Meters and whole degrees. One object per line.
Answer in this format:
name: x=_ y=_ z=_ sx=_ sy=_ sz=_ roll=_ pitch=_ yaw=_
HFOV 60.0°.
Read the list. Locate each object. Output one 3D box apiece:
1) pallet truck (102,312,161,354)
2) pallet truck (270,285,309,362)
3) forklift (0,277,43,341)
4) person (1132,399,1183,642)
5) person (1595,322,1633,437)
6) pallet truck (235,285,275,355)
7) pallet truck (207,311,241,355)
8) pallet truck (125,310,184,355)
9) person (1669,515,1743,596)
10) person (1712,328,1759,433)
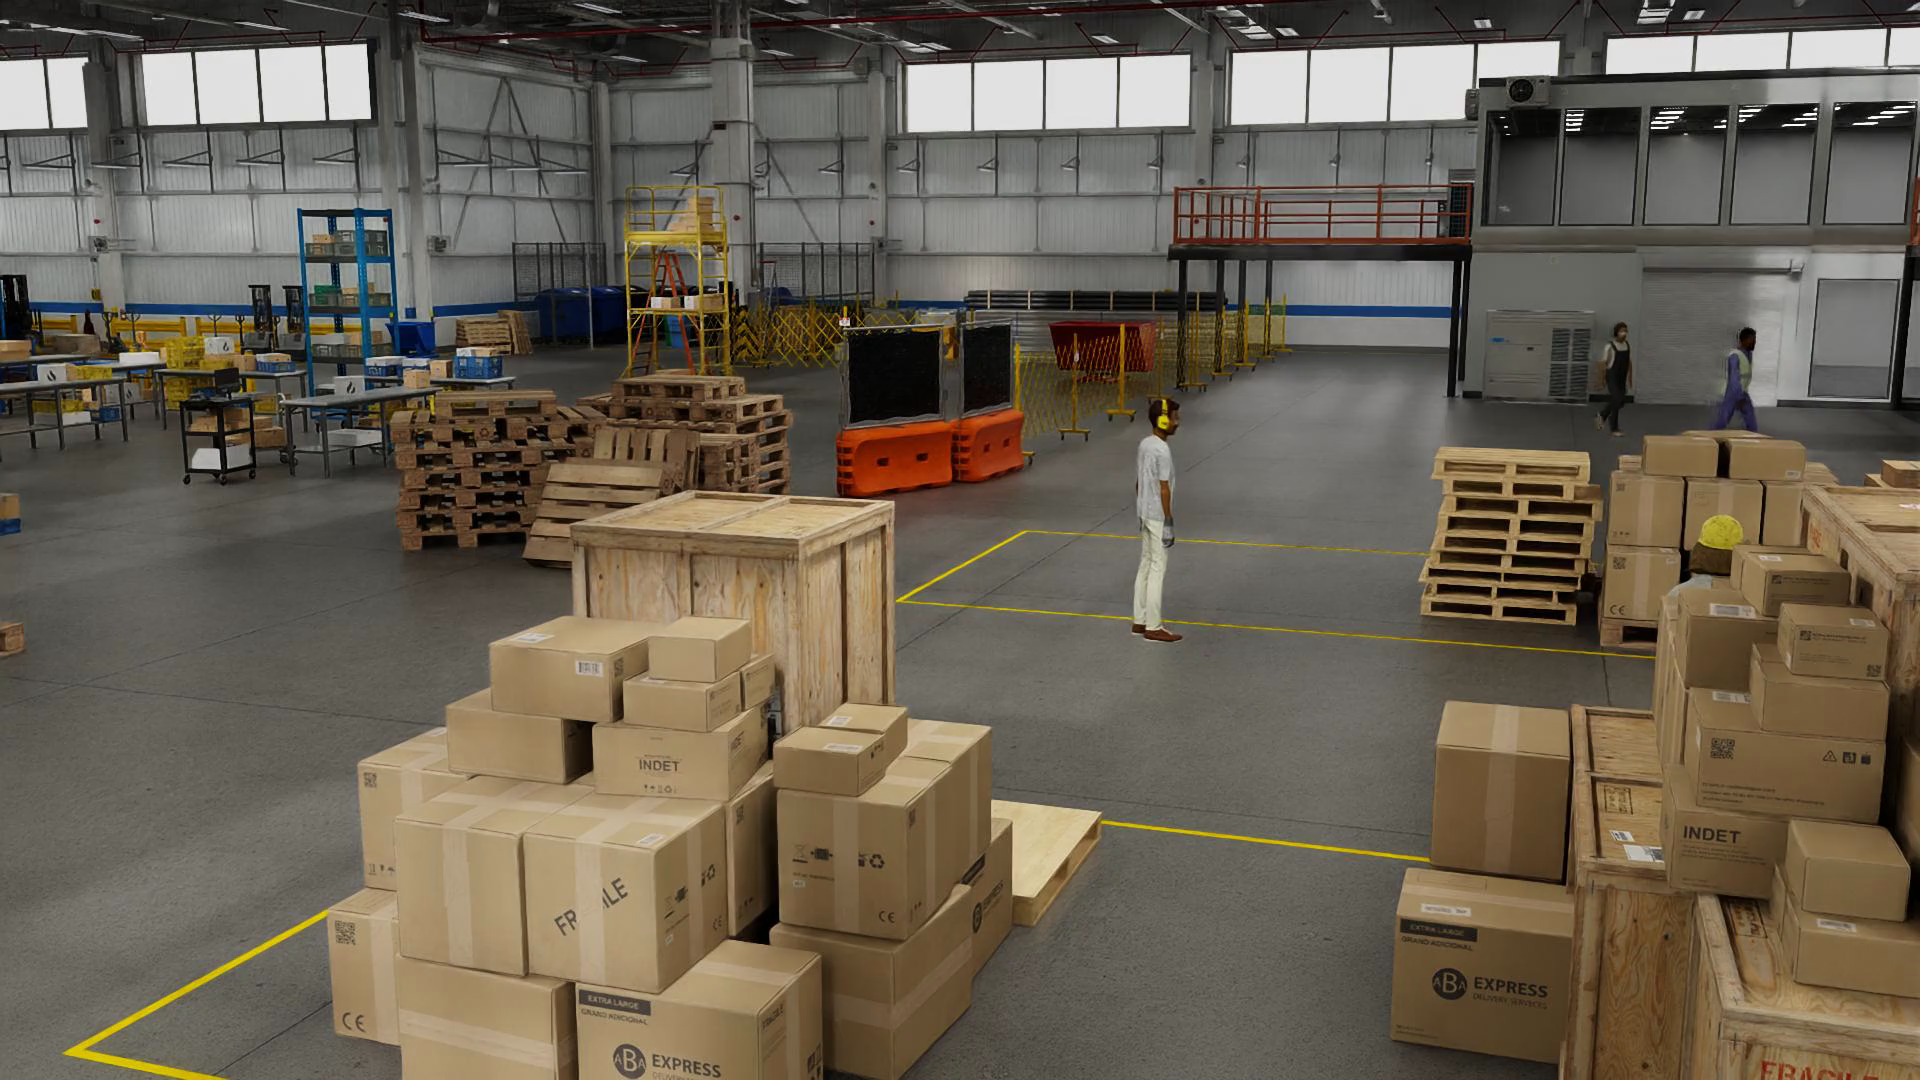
pallet truck: x=-23.057 y=-5.777 z=46.261 sx=0.680 sy=1.201 sz=1.601 roll=3 pitch=11 yaw=19
pallet truck: x=-17.147 y=-5.700 z=43.663 sx=0.823 sy=1.965 sz=1.885 roll=3 pitch=11 yaw=17
forklift: x=-27.151 y=-6.329 z=46.328 sx=1.157 sy=1.987 sz=2.680 roll=3 pitch=11 yaw=17
person: x=1.518 y=-0.153 z=12.796 sx=0.315 sy=1.865 sz=0.526 roll=-3 pitch=10 yaw=-15
person: x=10.388 y=-2.559 z=26.459 sx=0.522 sy=1.825 sz=0.642 roll=-4 pitch=11 yaw=-23
pallet truck: x=-18.327 y=-5.835 z=44.421 sx=0.823 sy=1.965 sz=1.885 roll=4 pitch=11 yaw=23
pallet truck: x=-19.537 y=-5.575 z=44.913 sx=0.653 sy=1.274 sz=1.630 roll=3 pitch=11 yaw=19
pallet truck: x=-22.038 y=-5.665 z=45.457 sx=0.704 sy=1.261 sz=1.522 roll=3 pitch=11 yaw=17
person: x=3.654 y=0.742 z=8.097 sx=0.483 sy=1.745 sz=0.301 roll=1 pitch=10 yaw=5
person: x=11.001 y=-2.031 z=23.383 sx=0.595 sy=1.864 sz=1.009 roll=-7 pitch=12 yaw=-35
